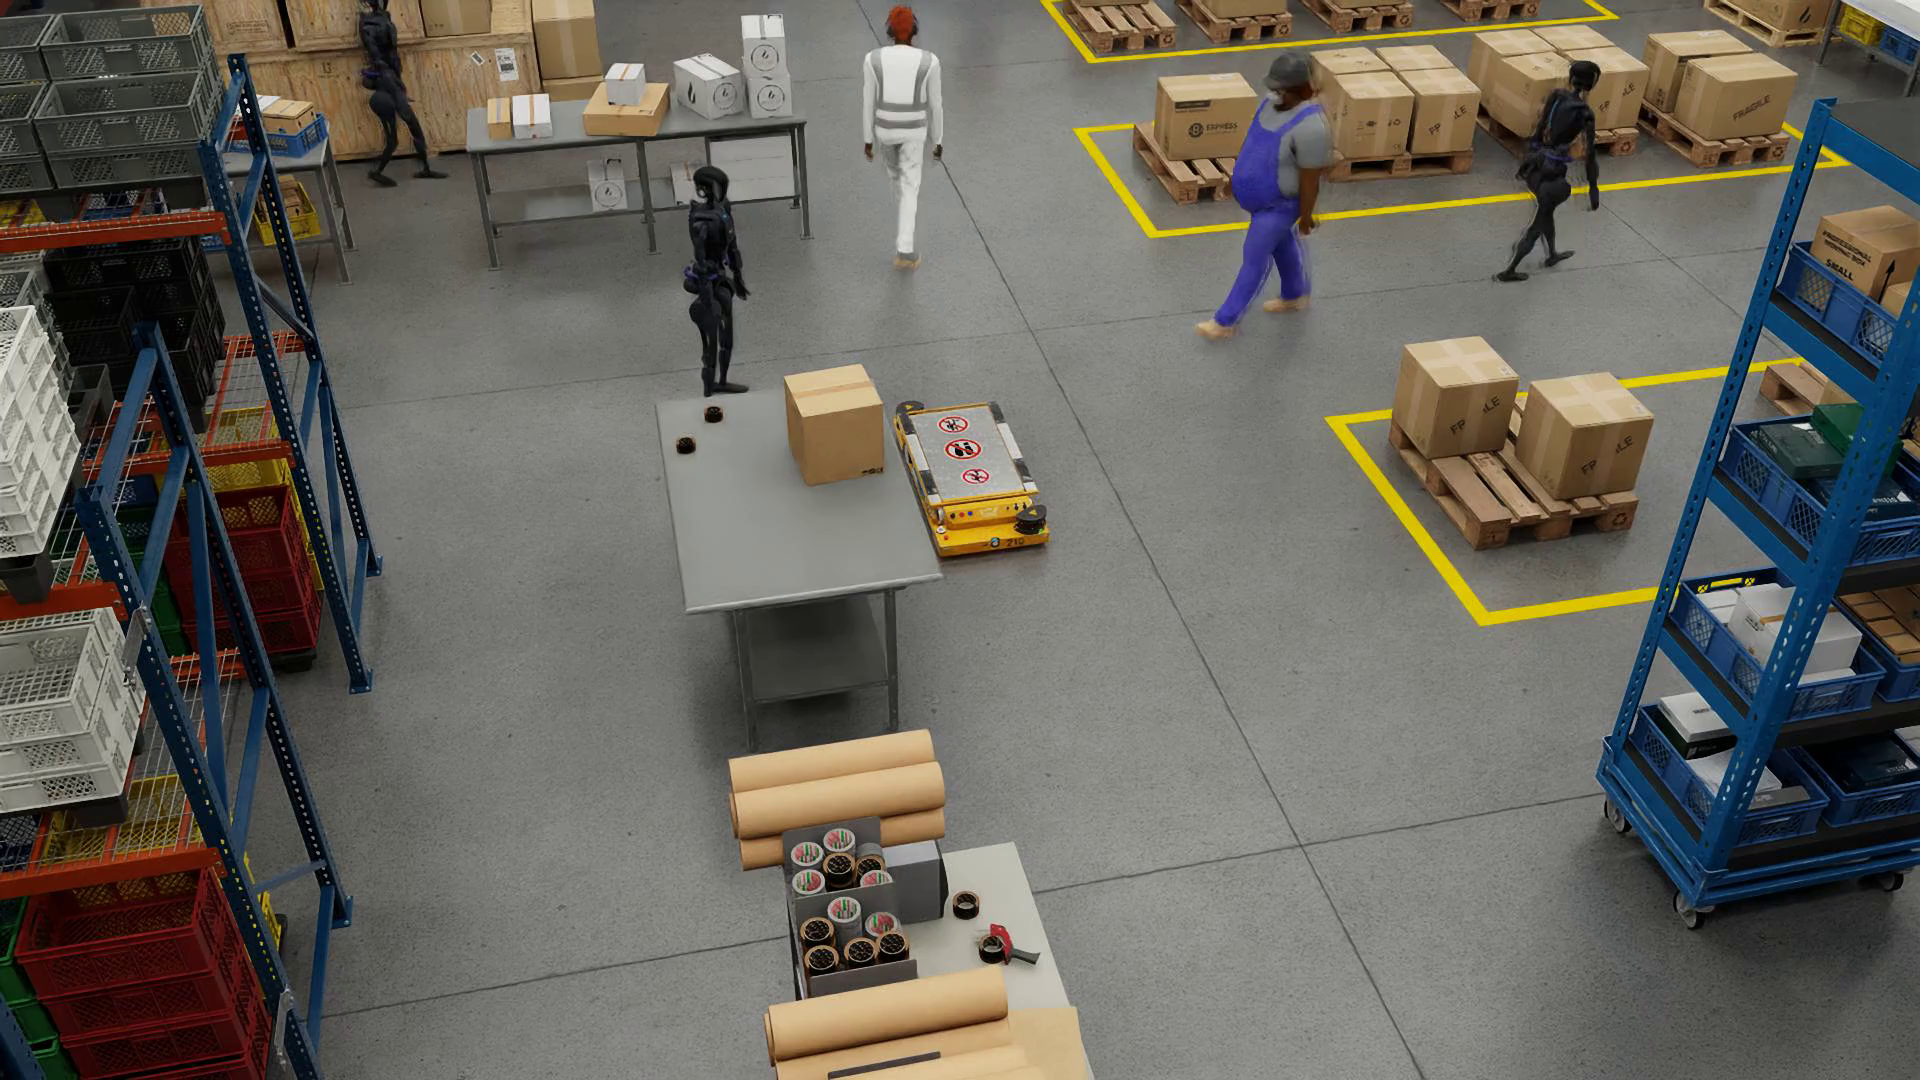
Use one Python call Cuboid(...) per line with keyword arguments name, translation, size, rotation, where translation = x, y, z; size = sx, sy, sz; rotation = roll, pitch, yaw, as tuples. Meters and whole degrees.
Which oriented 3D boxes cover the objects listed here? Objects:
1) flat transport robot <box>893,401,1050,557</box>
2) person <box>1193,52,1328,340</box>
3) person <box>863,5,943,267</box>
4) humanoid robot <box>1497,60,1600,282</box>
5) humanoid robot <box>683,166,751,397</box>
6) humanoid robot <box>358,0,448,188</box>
Cuboid(name="flat transport robot", translation=(0.046, -0.430, 10.108), size=(0.652, 0.197, 1.431), rotation=(-8, 37, -10))
Cuboid(name="person", translation=(2.084, -2.374, 11.262), size=(0.978, 2.000, 0.684), rotation=(-8, 37, -11))
Cuboid(name="person", translation=(-0.420, -3.013, 12.340), size=(0.591, 1.792, 1.158), rotation=(5, 37, 7))
Cuboid(name="humanoid robot", translation=(4.305, -2.642, 11.945), size=(0.734, 1.627, 0.613), rotation=(-8, 37, -10))
Cuboid(name="humanoid robot", translation=(-1.541, -1.578, 10.493), size=(0.329, 1.651, 0.565), rotation=(10, 38, 13))
Cuboid(name="humanoid robot", translation=(-4.565, -3.609, 13.237), size=(0.573, 1.642, 0.590), rotation=(4, 37, 5))
